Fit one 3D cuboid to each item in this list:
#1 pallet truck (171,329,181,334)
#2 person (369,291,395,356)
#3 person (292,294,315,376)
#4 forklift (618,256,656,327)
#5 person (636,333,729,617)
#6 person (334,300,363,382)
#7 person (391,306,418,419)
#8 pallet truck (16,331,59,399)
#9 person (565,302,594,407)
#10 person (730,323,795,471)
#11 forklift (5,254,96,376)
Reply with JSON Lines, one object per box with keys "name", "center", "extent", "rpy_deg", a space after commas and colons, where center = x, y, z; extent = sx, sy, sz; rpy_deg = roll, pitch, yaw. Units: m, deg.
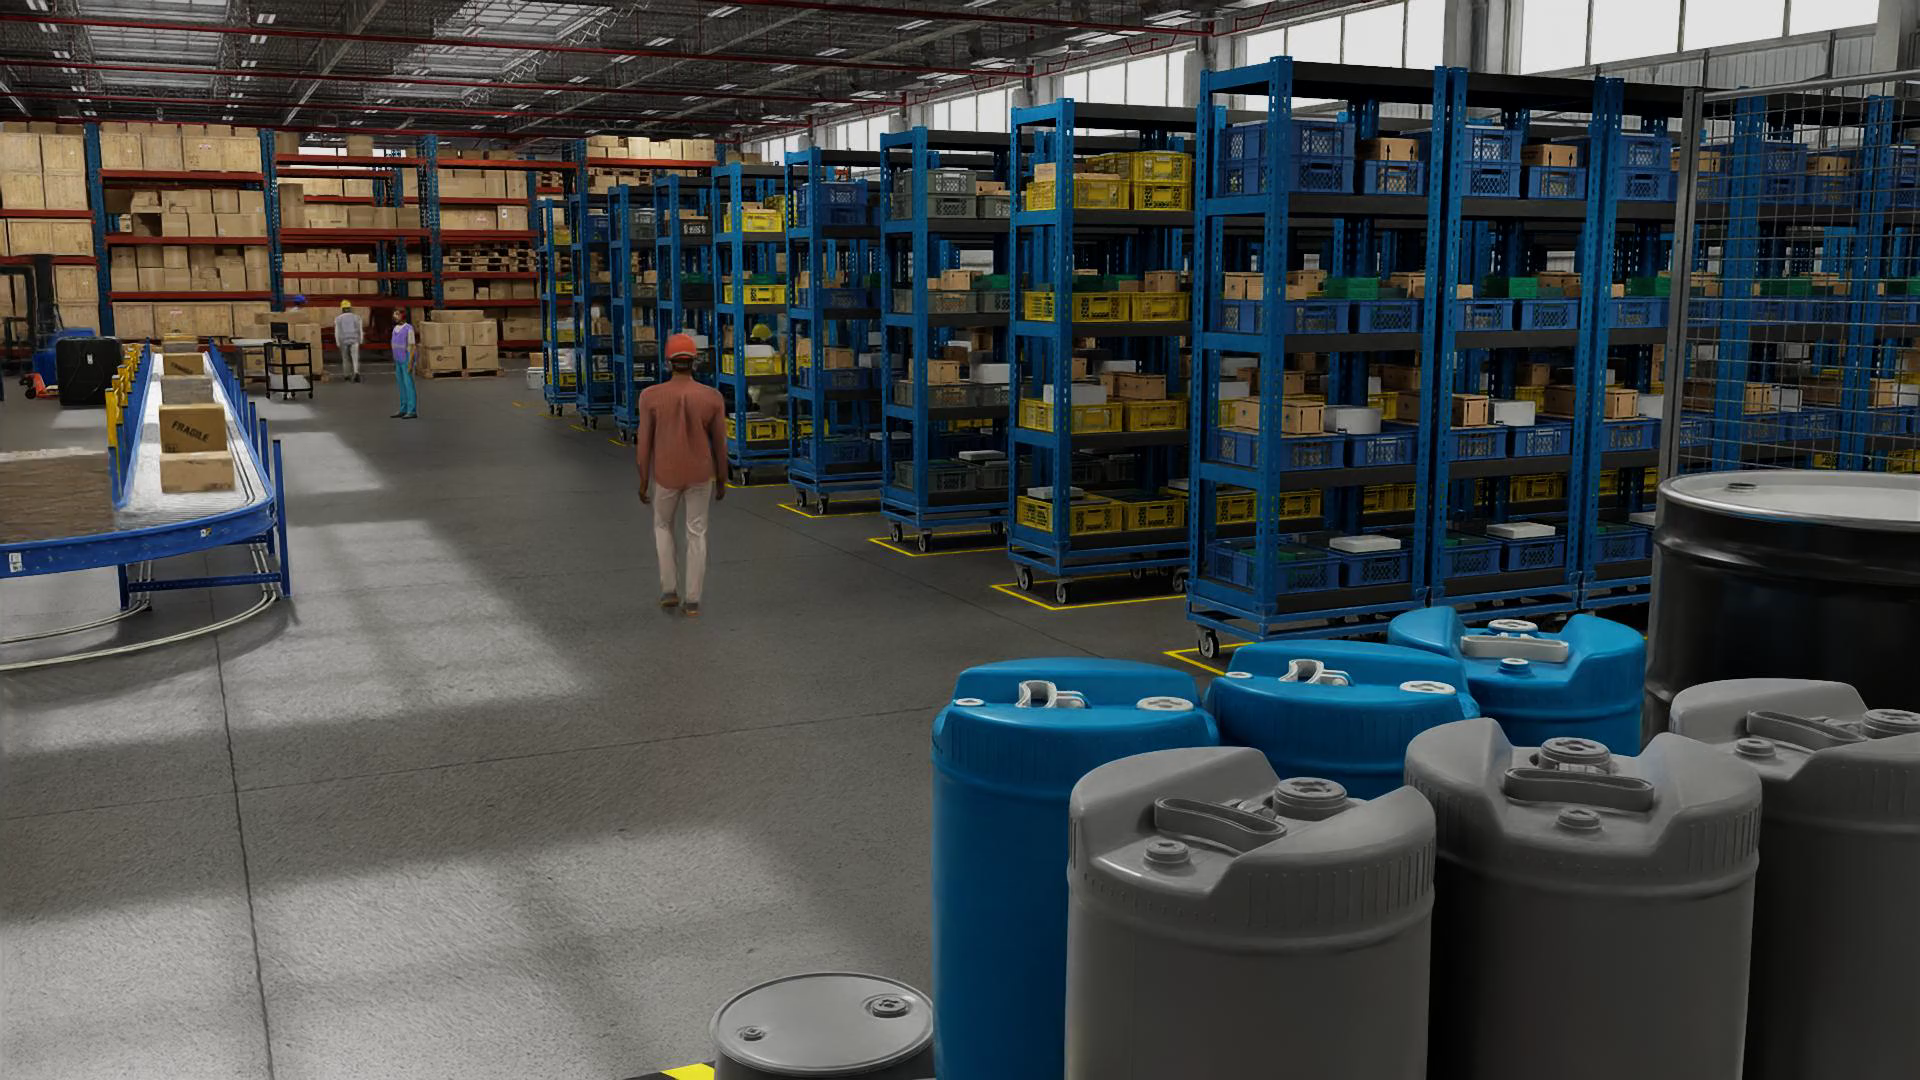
{"name": "pallet truck", "center": [-17.275, -3.851, 35.096], "extent": [1.601, 1.201, 0.680], "rpy_deg": [0, 9, 1]}
{"name": "person", "center": [-16.604, -6.227, 47.921], "extent": [0.734, 1.858, 0.628], "rpy_deg": [1, 9, 4]}
{"name": "person", "center": [-15.305, -4.710, 38.354], "extent": [0.955, 1.913, 0.617], "rpy_deg": [-2, 9, -15]}
{"name": "forklift", "center": [-9.147, -6.264, 44.952], "extent": [1.873, 2.768, 1.129], "rpy_deg": [-4, 10, -25]}
{"name": "person", "center": [-1.962, -0.467, 11.765], "extent": [0.651, 1.975, 0.670], "rpy_deg": [-2, 9, -13]}
{"name": "person", "center": [-13.378, -4.354, 36.437], "extent": [0.584, 1.804, 0.866], "rpy_deg": [-4, 10, -21]}
{"name": "person", "center": [-9.148, -2.920, 27.394], "extent": [0.563, 1.850, 0.390], "rpy_deg": [8, 12, 42]}
{"name": "pallet truck", "center": [-17.082, -3.353, 31.781], "extent": [1.630, 1.274, 0.653], "rpy_deg": [-4, 10, -25]}
{"name": "person", "center": [-6.850, -3.335, 29.835], "extent": [0.672, 1.891, 0.420], "rpy_deg": [5, 10, 29]}
{"name": "person", "center": [-2.326, -1.719, 20.110], "extent": [0.899, 1.799, 0.584], "rpy_deg": [-3, 10, -16]}
{"name": "forklift", "center": [-21.124, -5.229, 38.529], "extent": [1.873, 2.768, 1.129], "rpy_deg": [-4, 10, -25]}
